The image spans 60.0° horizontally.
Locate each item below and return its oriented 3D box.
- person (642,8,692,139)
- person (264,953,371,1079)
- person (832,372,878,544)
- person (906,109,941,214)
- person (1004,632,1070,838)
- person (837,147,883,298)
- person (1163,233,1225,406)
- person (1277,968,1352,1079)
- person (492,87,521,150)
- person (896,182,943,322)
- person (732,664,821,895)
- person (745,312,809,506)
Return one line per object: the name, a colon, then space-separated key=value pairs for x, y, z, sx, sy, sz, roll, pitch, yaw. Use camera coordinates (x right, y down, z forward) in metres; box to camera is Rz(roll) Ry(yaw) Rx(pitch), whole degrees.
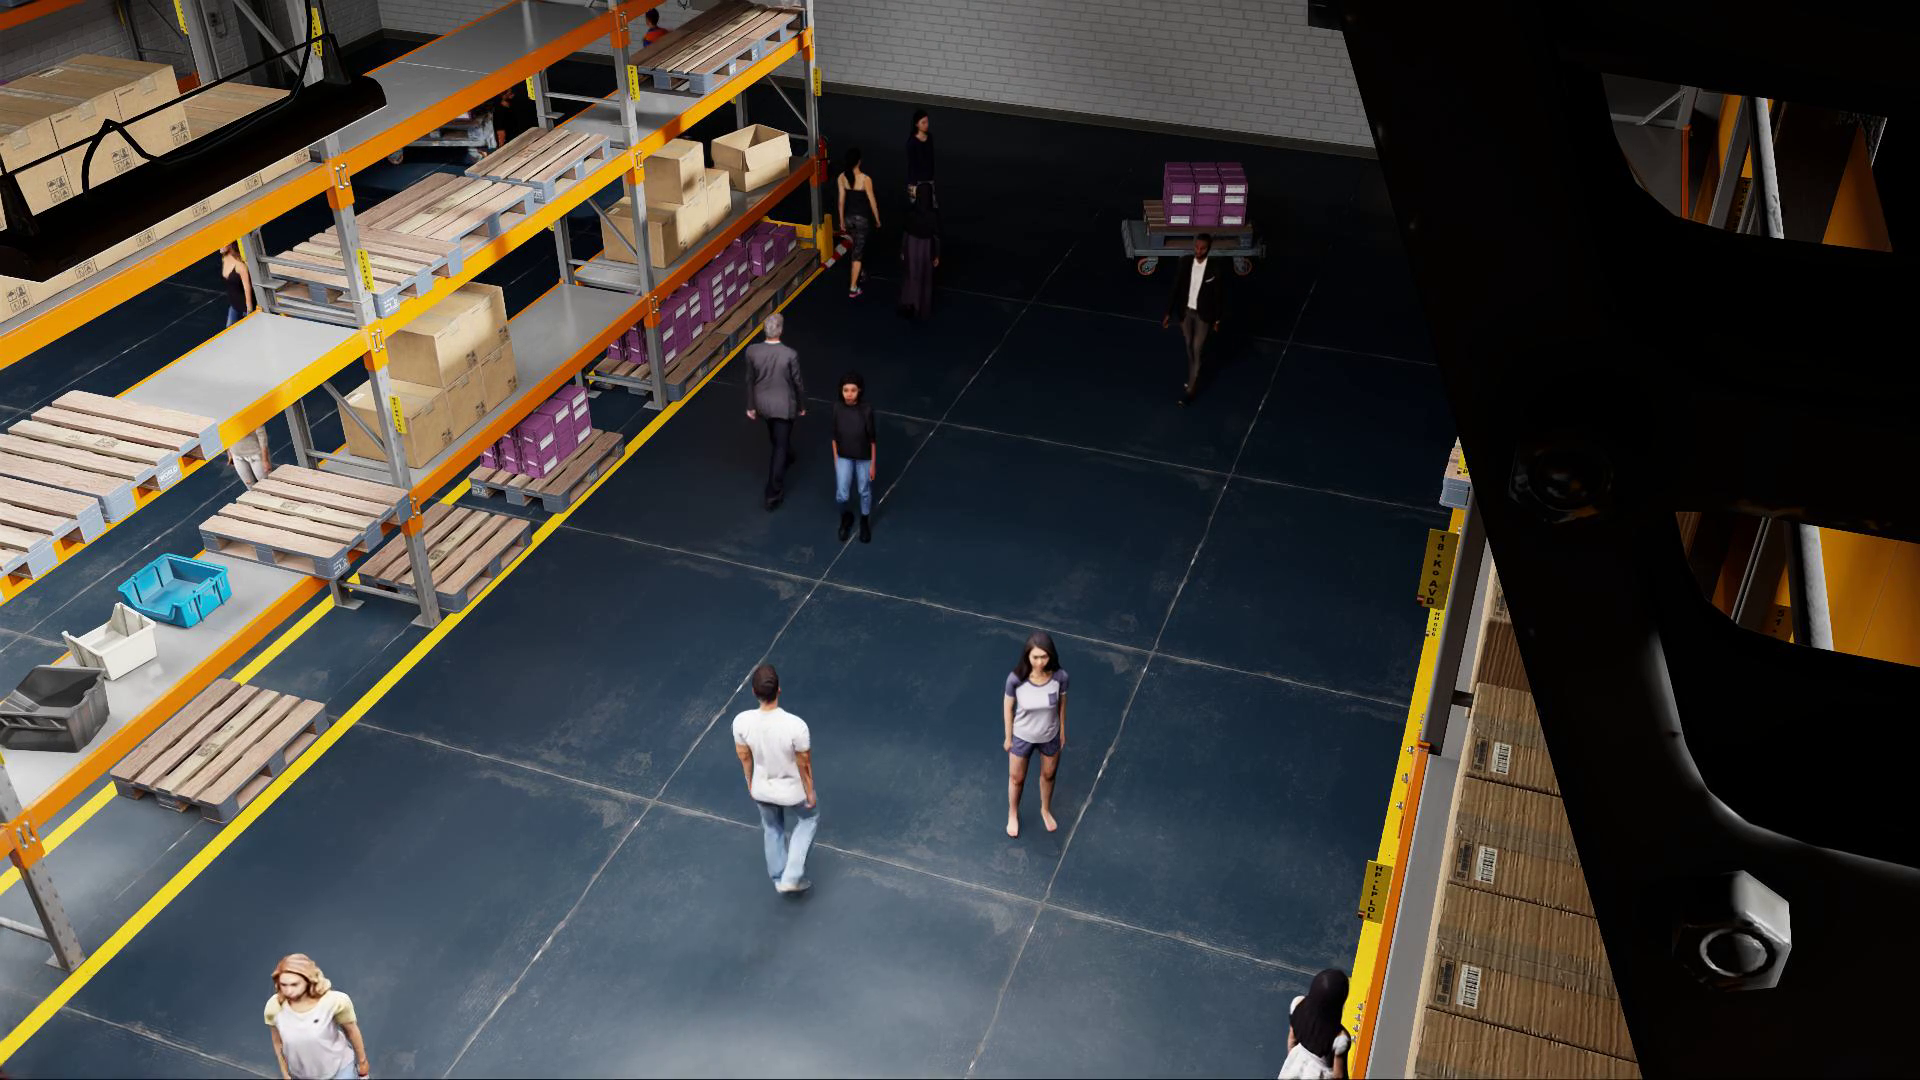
person: x=-4.119 y=-6.444 z=23.179 sx=0.999 sy=1.814 sz=1.264 roll=21 pitch=39 yaw=29
person: x=-3.522 y=2.878 z=9.257 sx=0.927 sy=1.700 sz=1.178 roll=-3 pitch=34 yaw=-4
person: x=-0.917 y=-0.761 z=14.748 sx=0.644 sy=1.683 sz=0.690 roll=1 pitch=34 yaw=1
person: x=-0.537 y=-4.387 z=20.164 sx=0.666 sy=1.725 sz=0.767 roll=-29 pitch=43 yaw=-36
person: x=0.533 y=1.336 z=11.571 sx=0.673 sy=1.706 sz=0.679 roll=-6 pitch=34 yaw=-8
person: x=-1.215 y=-3.592 z=18.985 sx=0.611 sy=1.707 sz=0.856 roll=15 pitch=36 yaw=21
person: x=2.440 y=-2.331 z=17.035 sx=0.814 sy=1.765 sz=1.131 roll=19 pitch=38 yaw=26
person: x=1.909 y=2.986 z=9.032 sx=0.814 sy=1.769 sz=0.781 roll=-22 pitch=39 yaw=-29
person: x=-5.710 y=-4.851 z=20.843 sx=0.824 sy=1.746 sz=0.701 roll=-1 pitch=34 yaw=-2
person: x=-0.464 y=-3.154 z=18.420 sx=0.651 sy=1.602 sz=0.809 roll=7 pitch=34 yaw=10
person: x=-1.215 y=1.668 z=10.948 sx=0.704 sy=1.844 sz=0.689 roll=9 pitch=35 yaw=13
person: x=-1.703 y=-1.174 z=15.274 sx=0.743 sy=1.788 sz=1.219 roll=9 pitch=35 yaw=14
